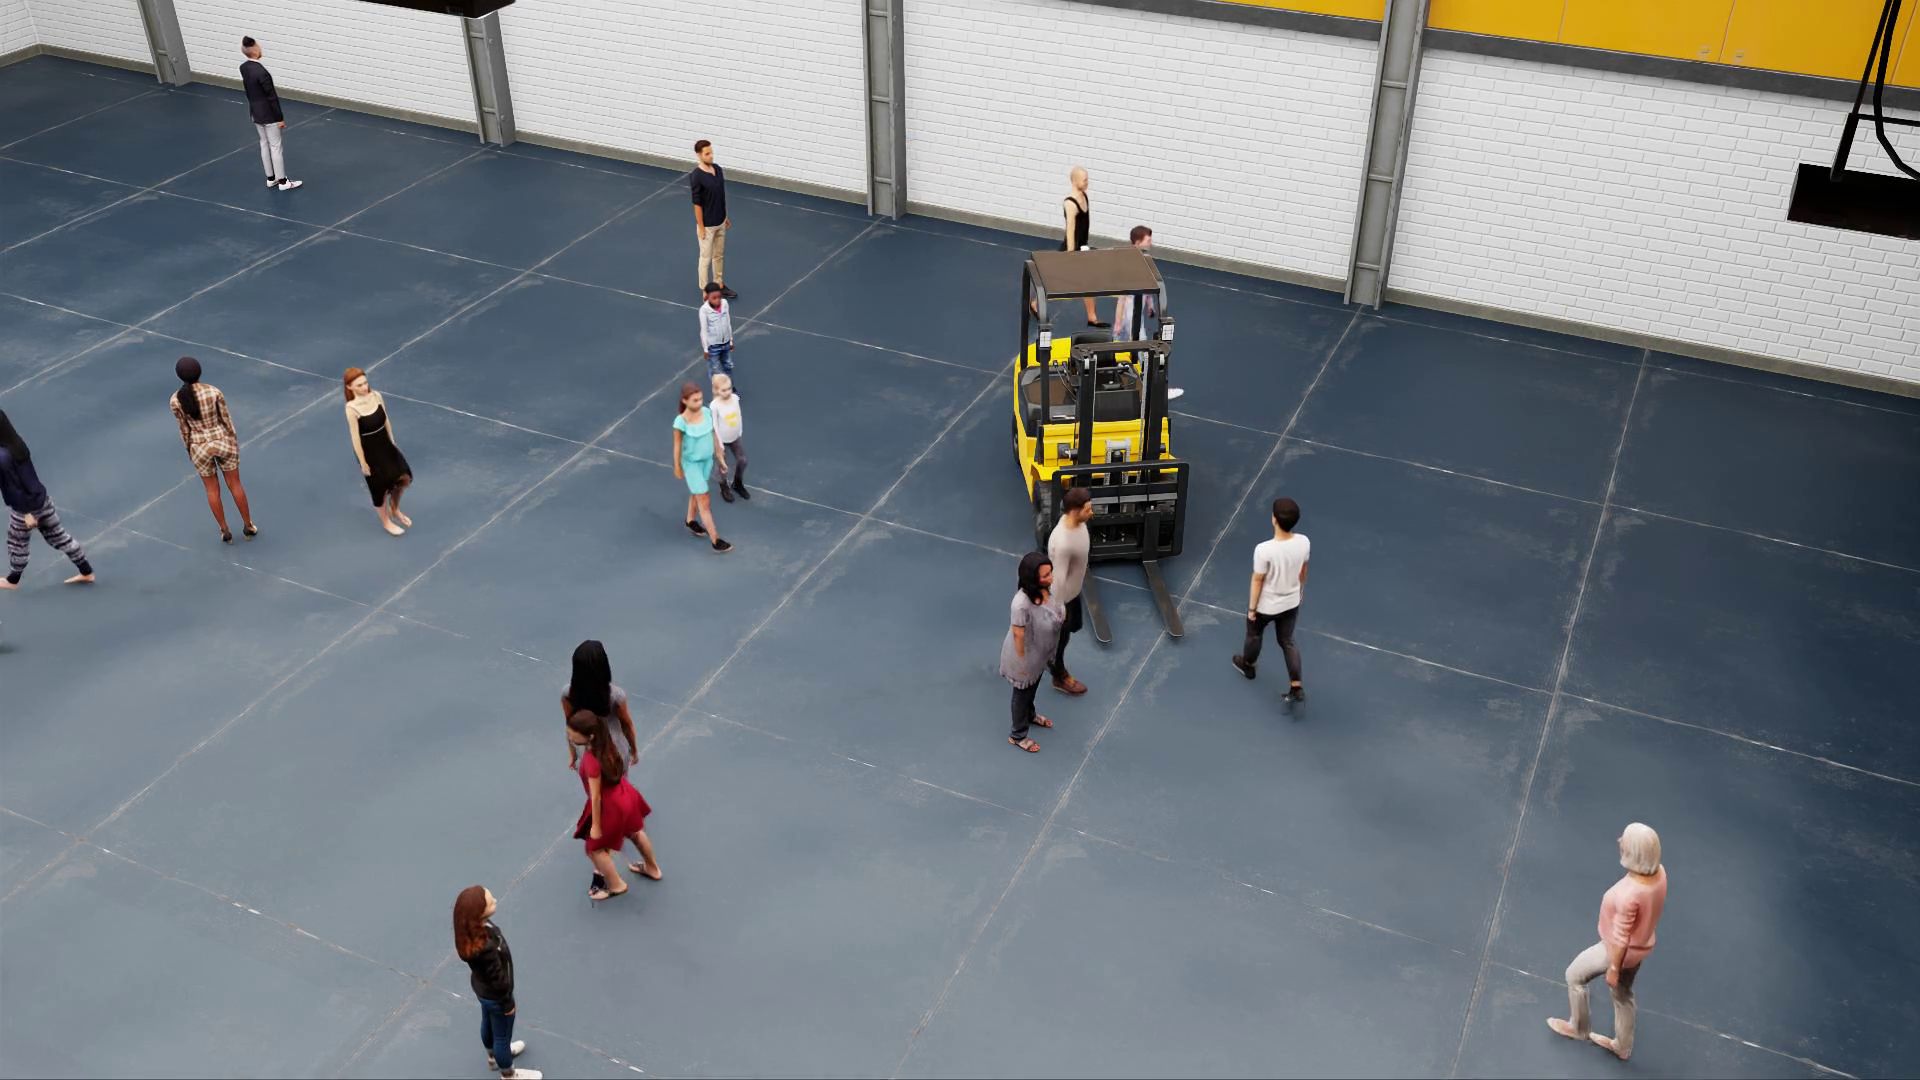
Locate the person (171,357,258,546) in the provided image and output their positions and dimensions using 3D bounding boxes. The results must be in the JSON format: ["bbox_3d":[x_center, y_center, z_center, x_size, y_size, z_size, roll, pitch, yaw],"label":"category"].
[{"bbox_3d":[-6.344,-0.754,14.131,0.678,1.795,0.736,-12,35,-17],"label":"person"}]

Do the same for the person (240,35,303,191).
[{"bbox_3d":[-8.780,-5.408,20.993,0.595,1.950,0.816,22,40,30],"label":"person"}]

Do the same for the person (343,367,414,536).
[{"bbox_3d":[-5.094,-0.783,14.336,0.611,1.617,0.622,18,38,25],"label":"person"}]

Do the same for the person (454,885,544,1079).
[{"bbox_3d":[-2.674,2.528,9.476,0.697,1.483,0.584,-22,39,-29],"label":"person"}]

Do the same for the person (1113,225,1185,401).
[{"bbox_3d":[1.591,-2.206,16.314,1.222,1.797,0.790,10,35,15],"label":"person"}]

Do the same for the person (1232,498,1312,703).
[{"bbox_3d":[2.390,0.477,12.371,1.059,1.694,1.120,-11,35,-16],"label":"person"}]

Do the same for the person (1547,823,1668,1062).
[{"bbox_3d":[3.877,2.368,9.517,0.757,1.704,0.819,-28,43,-35],"label":"person"}]

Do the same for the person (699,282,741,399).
[{"bbox_3d":[-2.402,-1.985,16.468,0.569,1.258,0.613,-21,39,-28],"label":"person"}]

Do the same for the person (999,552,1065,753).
[{"bbox_3d":[0.501,0.767,12.010,0.661,1.611,0.640,12,35,17],"label":"person"}]

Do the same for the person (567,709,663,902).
[{"bbox_3d":[-2.198,1.713,10.667,0.822,1.522,0.752,5,34,8],"label":"person"}]

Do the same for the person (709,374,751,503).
[{"bbox_3d":[-2.130,-0.939,14.886,0.577,1.268,0.619,-23,40,-30],"label":"person"}]

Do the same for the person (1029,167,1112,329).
[{"bbox_3d":[1.124,-3.080,17.646,1.157,1.778,0.713,13,36,19],"label":"person"}]

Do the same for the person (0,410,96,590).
[{"bbox_3d":[-7.499,-0.315,13.564,1.147,1.692,0.986,-5,34,-7],"label":"person"}]

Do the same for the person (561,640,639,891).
[{"bbox_3d":[-2.333,1.488,10.812,1.135,1.736,0.887,4,34,6],"label":"person"}]

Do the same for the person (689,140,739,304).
[{"bbox_3d":[-2.730,-3.482,18.177,0.547,1.859,0.650,18,38,25],"label":"person"}]

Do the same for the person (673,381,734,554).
[{"bbox_3d":[-2.297,-0.681,14.259,1.001,1.532,0.719,27,42,34],"label":"person"}]
